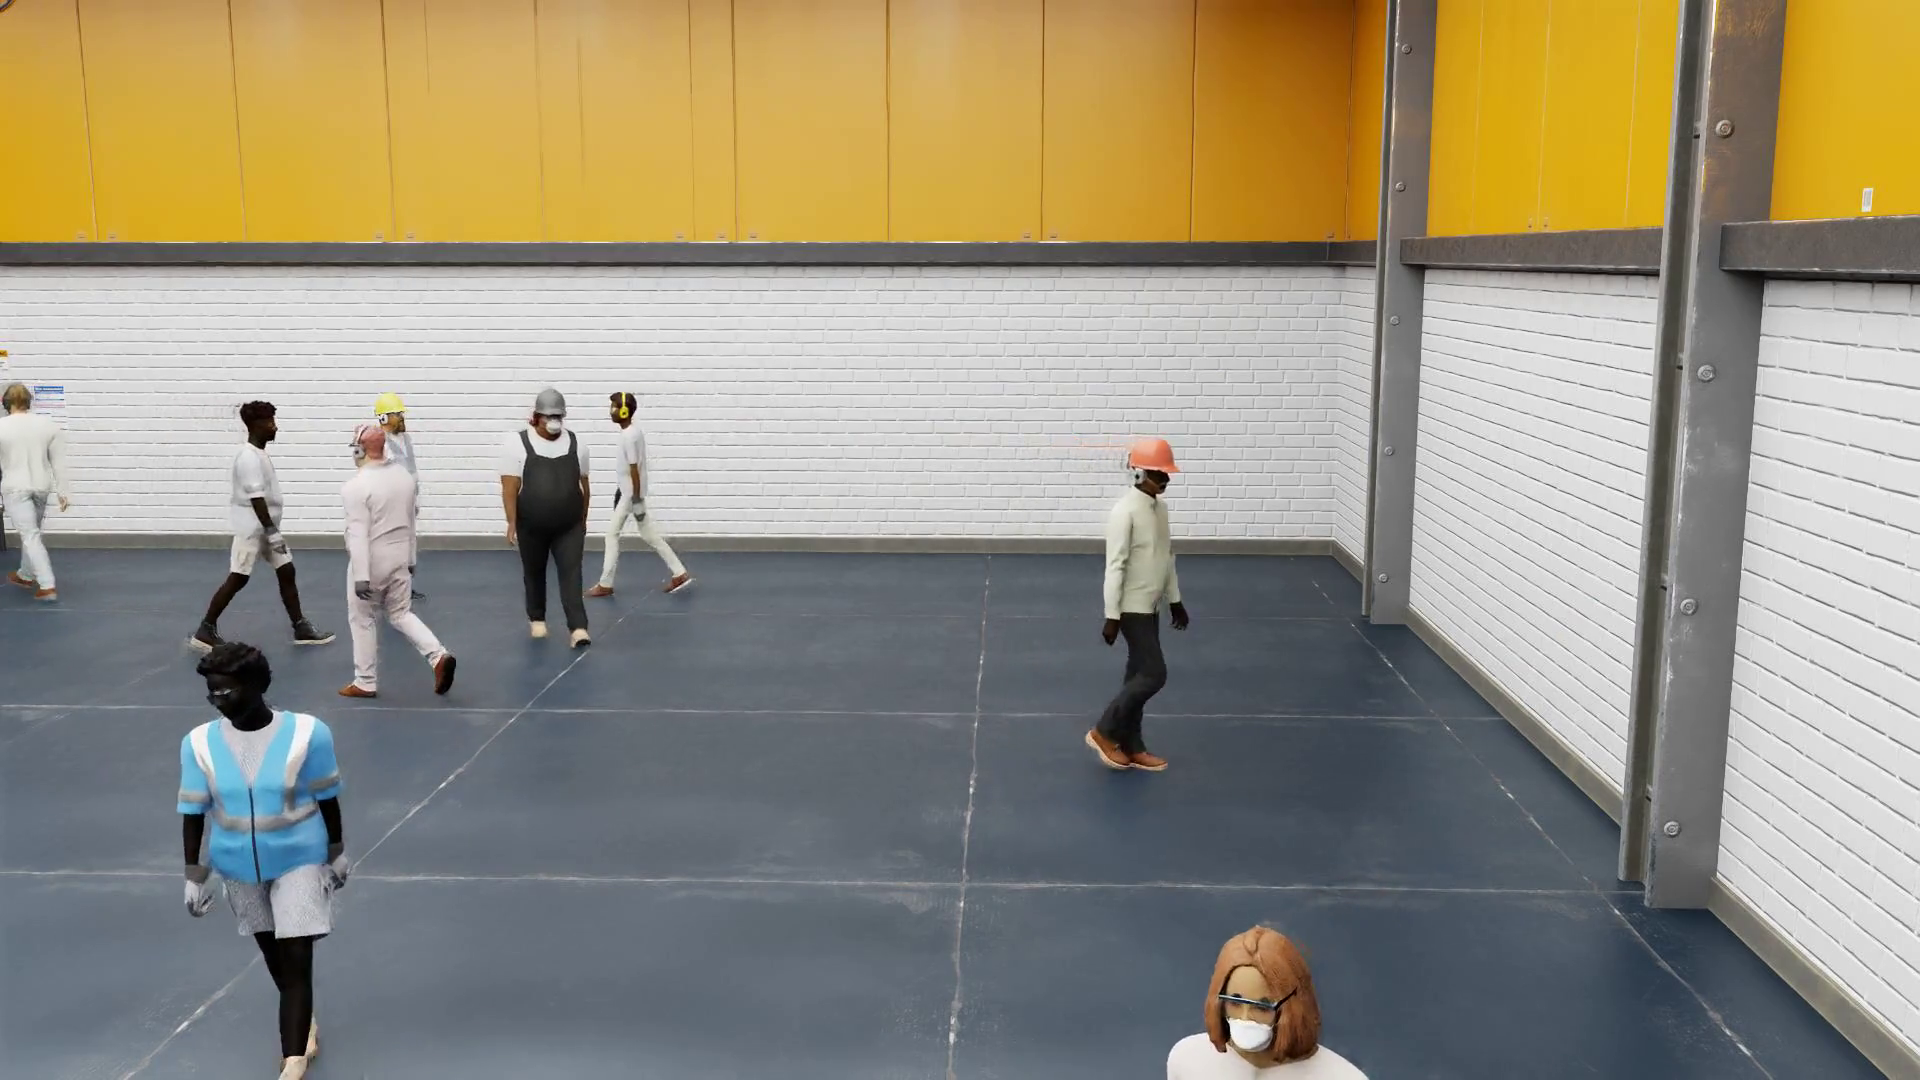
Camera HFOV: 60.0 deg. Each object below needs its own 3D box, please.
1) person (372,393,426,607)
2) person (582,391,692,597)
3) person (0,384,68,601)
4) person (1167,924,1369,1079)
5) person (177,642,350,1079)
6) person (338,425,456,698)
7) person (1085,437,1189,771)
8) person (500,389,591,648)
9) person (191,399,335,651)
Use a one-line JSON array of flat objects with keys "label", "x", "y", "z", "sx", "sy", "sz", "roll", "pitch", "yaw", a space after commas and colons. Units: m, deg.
[{"label": "person", "x": -4.833, "y": -0.341, "z": 14.230, "sx": 0.403, "sy": 1.837, "sz": 0.591, "roll": 2, "pitch": 10, "yaw": 12}, {"label": "person", "x": -2.848, "y": -0.404, "z": 14.653, "sx": 0.958, "sy": 1.831, "sz": 0.518, "roll": 0, "pitch": 10, "yaw": -3}, {"label": "person", "x": -8.201, "y": -0.422, "z": 14.585, "sx": 1.036, "sy": 1.883, "sz": 0.632, "roll": 6, "pitch": 11, "yaw": 32}, {"label": "person", "x": 0.690, "y": 1.585, "z": 3.632, "sx": 0.498, "sy": 1.607, "sz": 0.758, "roll": 5, "pitch": 11, "yaw": 29}, {"label": "person", "x": -2.479, "y": 1.177, "z": 5.876, "sx": 0.542, "sy": 1.643, "sz": 0.874, "roll": -1, "pitch": 10, "yaw": -6}, {"label": "person", "x": -3.837, "y": 0.161, "z": 11.186, "sx": 0.799, "sy": 1.882, "sz": 0.650, "roll": 4, "pitch": 10, "yaw": 20}, {"label": "person", "x": 1.072, "y": 0.383, "z": 9.609, "sx": 0.444, "sy": 1.972, "sz": 0.612, "roll": 4, "pitch": 11, "yaw": 24}, {"label": "person", "x": -3.153, "y": -0.195, "z": 12.781, "sx": 0.694, "sy": 2.000, "sz": 1.011, "roll": -4, "pitch": 11, "yaw": -23}, {"label": "person", "x": -5.373, "y": -0.104, "z": 12.598, "sx": 0.995, "sy": 1.927, "sz": 0.600, "roll": -2, "pitch": 10, "yaw": -12}]
